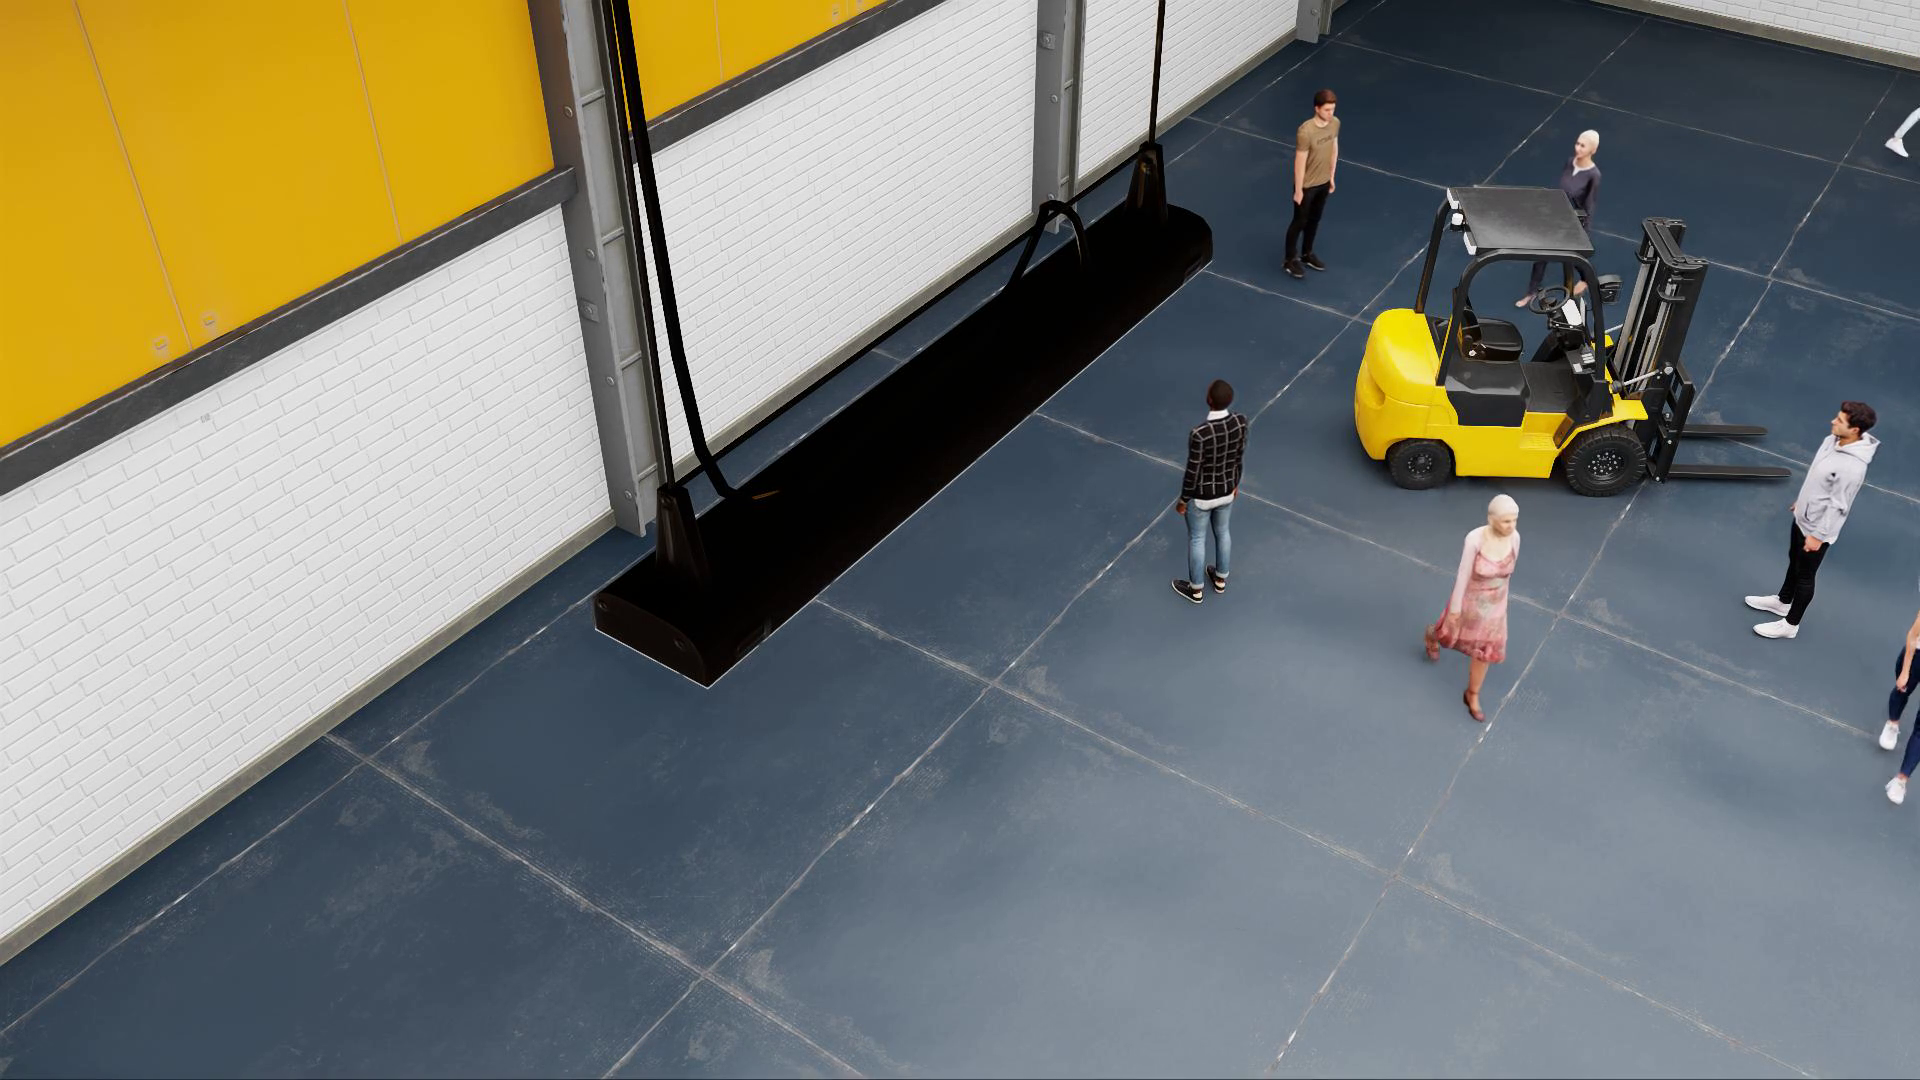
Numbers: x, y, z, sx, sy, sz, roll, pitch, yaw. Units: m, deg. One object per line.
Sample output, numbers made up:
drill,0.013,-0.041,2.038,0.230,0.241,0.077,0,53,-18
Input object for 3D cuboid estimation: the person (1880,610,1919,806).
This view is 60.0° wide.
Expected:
person,6.150,0.748,10.574,0.700,1.724,1.139,18,42,21

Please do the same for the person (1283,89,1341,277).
person,3.306,-3.381,15.644,0.629,1.849,0.793,-25,45,-27

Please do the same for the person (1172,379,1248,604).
person,1.794,-0.347,11.868,0.665,1.820,0.801,-18,42,-21

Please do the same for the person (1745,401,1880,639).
person,5.957,-0.148,11.530,0.832,1.930,0.692,6,39,7

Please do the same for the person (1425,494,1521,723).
person,3.408,0.364,11.105,1.029,1.662,1.071,-7,39,-9

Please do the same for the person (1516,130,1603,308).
person,5.627,-2.937,15.210,1.146,1.696,0.902,-21,43,-24
